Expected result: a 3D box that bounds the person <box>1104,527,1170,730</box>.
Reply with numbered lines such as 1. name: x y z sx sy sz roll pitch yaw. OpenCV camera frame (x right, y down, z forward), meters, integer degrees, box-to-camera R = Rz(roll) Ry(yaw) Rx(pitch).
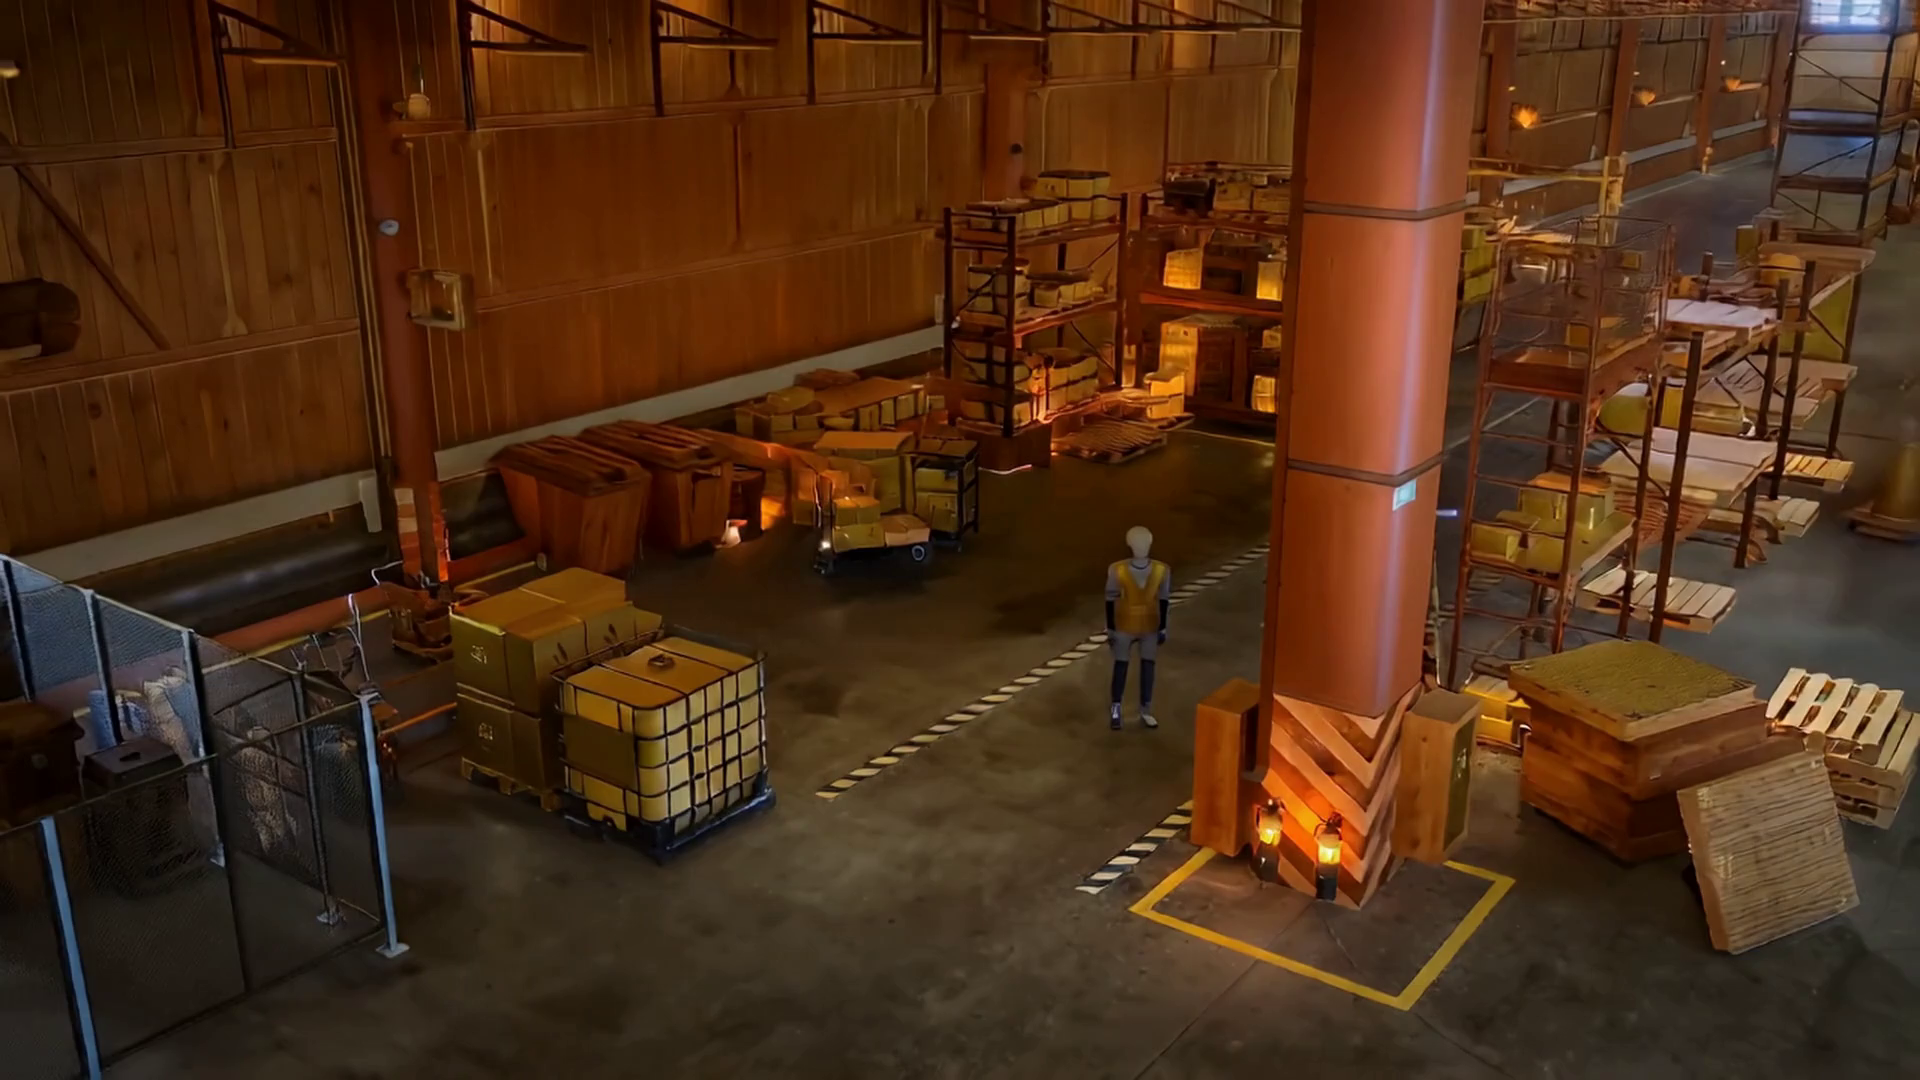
1. person: 1.417 0.703 13.343 0.535 1.697 0.318 -3 18 -8
